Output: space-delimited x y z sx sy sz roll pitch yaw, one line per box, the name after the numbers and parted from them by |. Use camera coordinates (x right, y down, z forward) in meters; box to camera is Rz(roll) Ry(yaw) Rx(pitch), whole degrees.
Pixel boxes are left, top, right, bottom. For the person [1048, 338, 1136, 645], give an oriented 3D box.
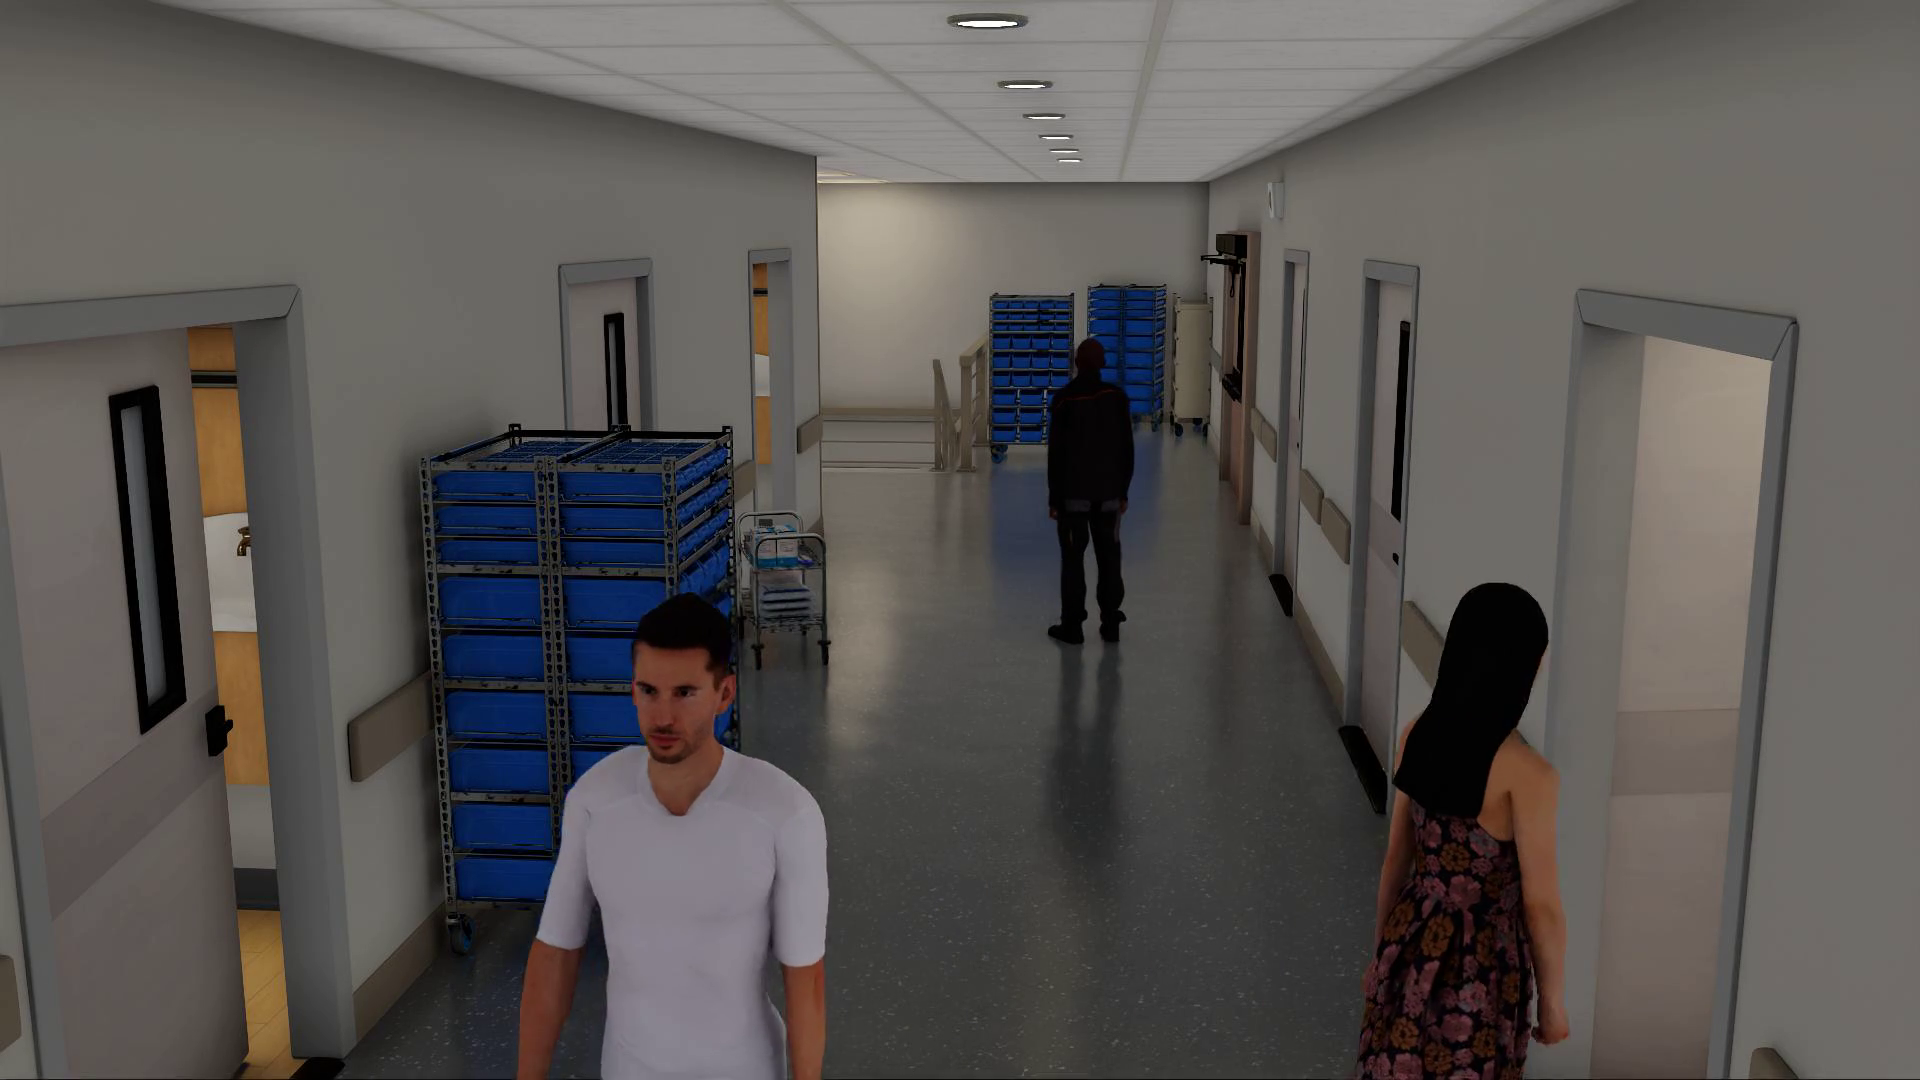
0.773 -0.295 9.903 0.769 1.825 0.728 -3 11 -13 | person

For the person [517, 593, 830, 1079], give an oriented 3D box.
-0.461 0.986 3.128 0.836 1.833 0.959 5 12 23 | person

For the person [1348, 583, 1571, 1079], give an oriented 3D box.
0.951 0.977 3.408 0.832 1.747 0.776 -4 11 -21 | person
